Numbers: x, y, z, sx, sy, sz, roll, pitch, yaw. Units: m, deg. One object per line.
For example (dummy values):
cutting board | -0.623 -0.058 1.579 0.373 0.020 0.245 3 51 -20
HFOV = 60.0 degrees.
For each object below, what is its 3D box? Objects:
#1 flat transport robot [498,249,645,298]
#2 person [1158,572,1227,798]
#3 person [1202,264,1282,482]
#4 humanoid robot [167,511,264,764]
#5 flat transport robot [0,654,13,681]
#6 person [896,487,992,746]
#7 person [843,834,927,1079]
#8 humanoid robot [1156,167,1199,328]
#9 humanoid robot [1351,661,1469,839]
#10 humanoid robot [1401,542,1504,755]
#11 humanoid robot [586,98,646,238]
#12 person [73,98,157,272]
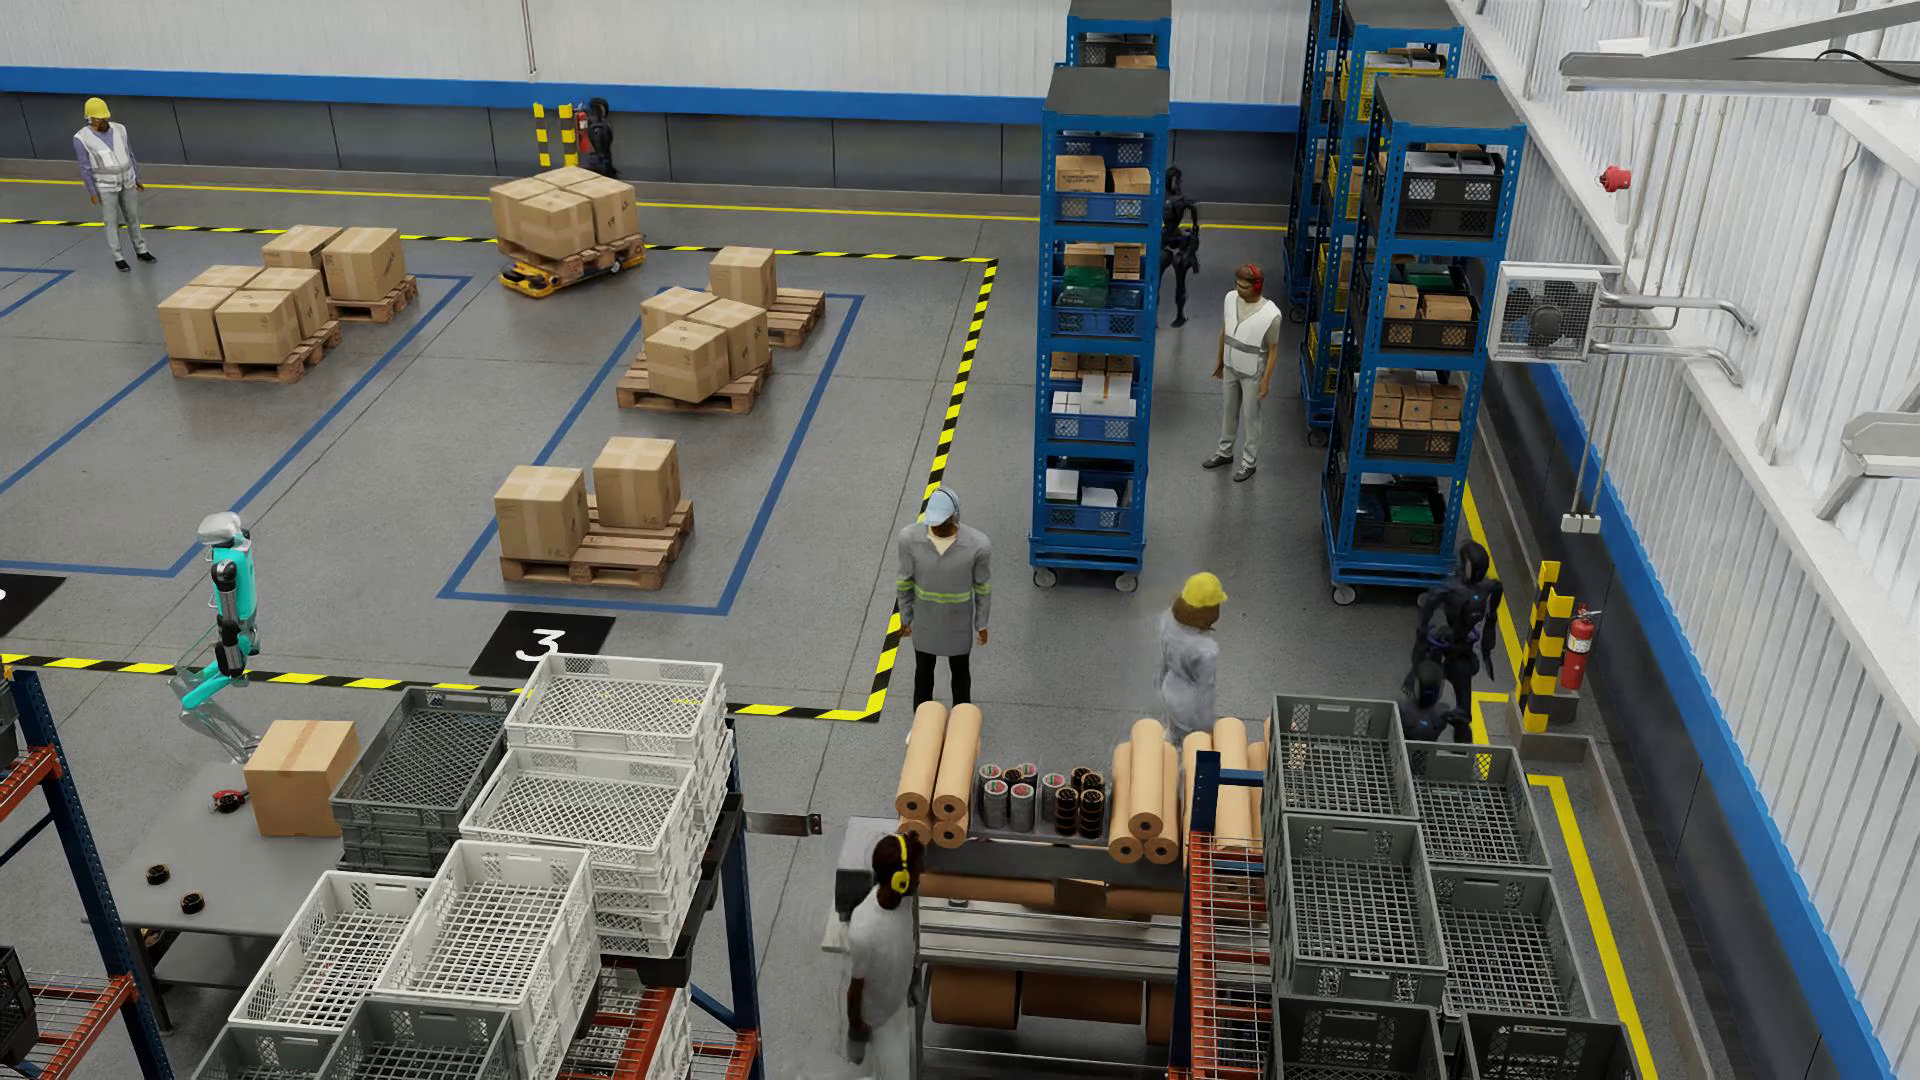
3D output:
flat transport robot | -4.129 -2.943 17.700 0.652 0.197 1.431 24 38 35
person | 1.296 0.936 9.602 0.469 1.729 0.503 -16 34 -25
person | 2.313 -1.370 13.466 0.389 1.837 0.563 -23 37 -34
humanoid robot | -4.519 0.624 10.008 0.735 1.677 0.533 -5 31 -9
flat transport robot | -7.142 0.969 11.010 1.431 0.231 0.659 3 30 6
person | -0.106 0.487 10.266 0.588 1.850 0.396 5 31 8
person | -0.337 2.101 7.501 0.474 1.838 0.534 14 33 22
humanoid robot | 2.040 -2.792 16.092 0.608 1.634 0.688 19 35 29
humanoid robot | 2.416 1.338 8.976 0.603 1.642 0.355 1 30 2
humanoid robot | 2.978 0.708 10.103 0.612 1.623 0.783 -10 32 -16
humanoid robot | -3.900 -4.058 18.287 0.771 1.627 0.589 -2 30 -4
person | -8.941 -3.770 17.596 0.404 1.827 0.600 20 36 30
